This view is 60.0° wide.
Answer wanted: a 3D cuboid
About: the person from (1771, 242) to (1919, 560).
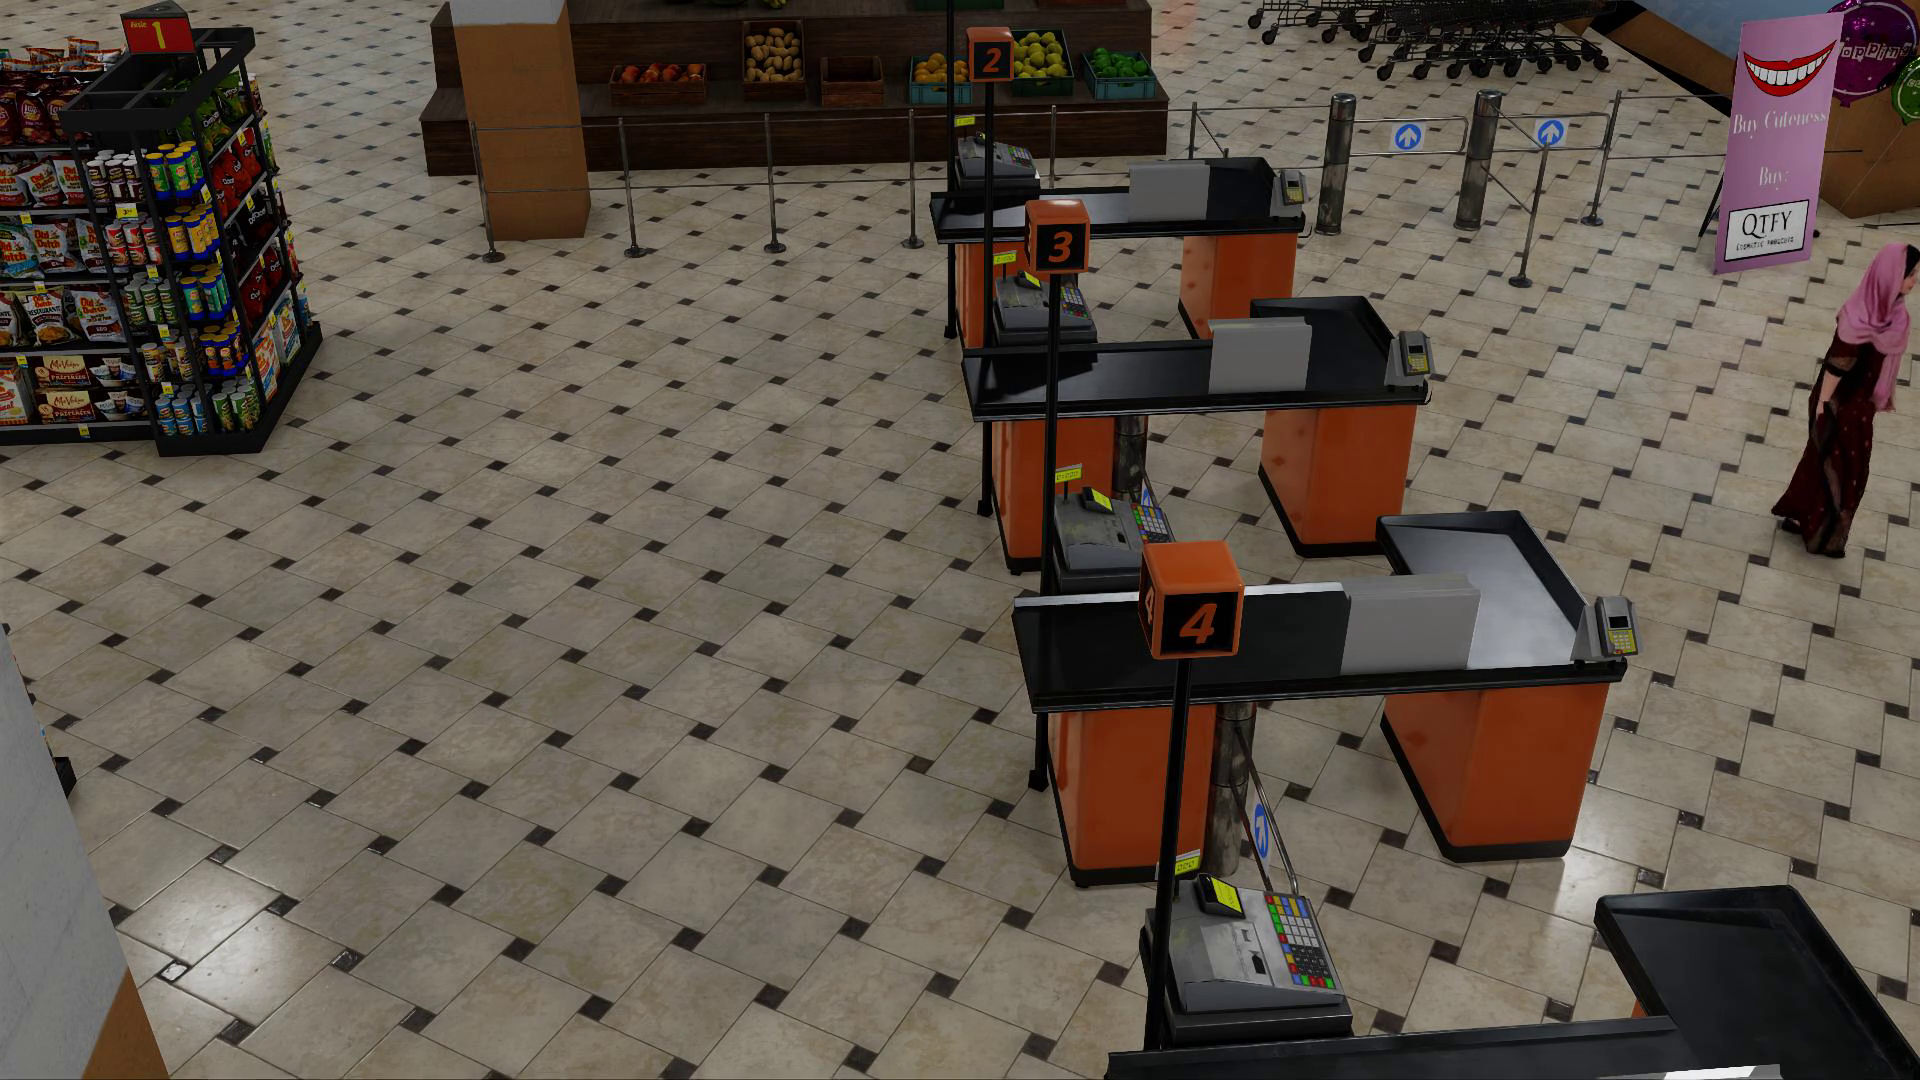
[{"bbox_3d":[4.368,-0.735,8.288,0.804,1.641,0.894,-21,37,-29],"label":"person"}]
